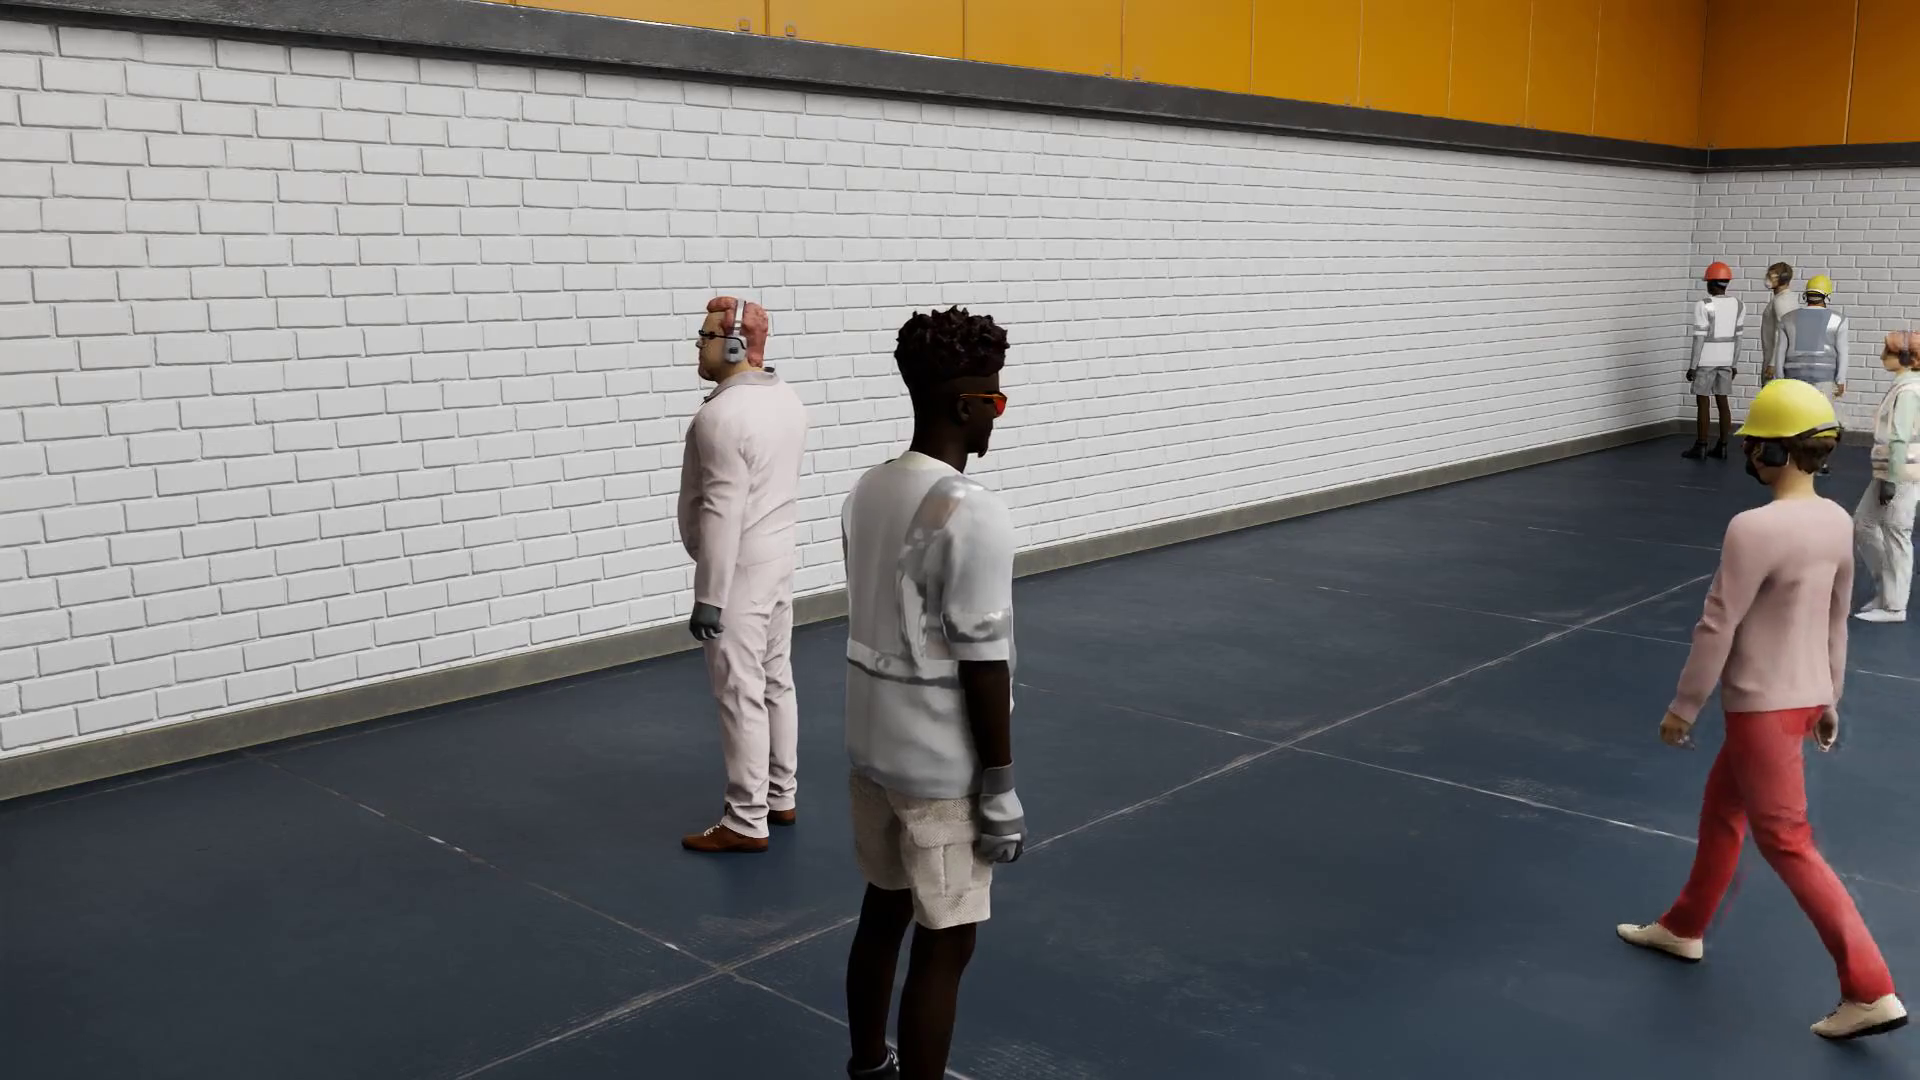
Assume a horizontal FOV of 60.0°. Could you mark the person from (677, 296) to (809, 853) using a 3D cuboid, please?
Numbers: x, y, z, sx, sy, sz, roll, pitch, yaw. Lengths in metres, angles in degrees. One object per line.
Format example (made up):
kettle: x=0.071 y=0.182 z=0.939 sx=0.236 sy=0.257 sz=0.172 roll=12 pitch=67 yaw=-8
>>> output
person: x=-0.768 y=0.120 z=5.762 sx=0.410 sy=1.913 sz=0.651 roll=3 pitch=10 yaw=16

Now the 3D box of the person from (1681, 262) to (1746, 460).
person: x=7.404 y=-1.755 z=16.374 sx=0.551 sy=1.933 sz=0.362 roll=-2 pitch=10 yaw=-14

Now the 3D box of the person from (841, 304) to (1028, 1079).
person: x=-0.058 y=0.466 z=3.687 sx=0.389 sy=1.958 sz=0.603 roll=-5 pitch=11 yaw=-26

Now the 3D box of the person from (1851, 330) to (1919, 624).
person: x=5.141 y=-0.342 z=9.181 sx=0.378 sy=1.625 sz=0.538 roll=5 pitch=11 yaw=25

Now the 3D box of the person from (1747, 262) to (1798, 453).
person: x=8.041 y=-1.764 z=16.414 sx=0.358 sy=1.938 sz=0.636 roll=5 pitch=11 yaw=26

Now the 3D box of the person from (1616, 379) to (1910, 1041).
person: x=2.227 y=0.431 z=4.495 sx=0.521 sy=1.729 sz=0.875 roll=-8 pitch=13 yaw=-38

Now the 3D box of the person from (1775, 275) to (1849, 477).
person: x=7.754 y=-1.491 z=15.162 sx=0.597 sy=1.831 sz=0.403 roll=7 pitch=12 yaw=35
